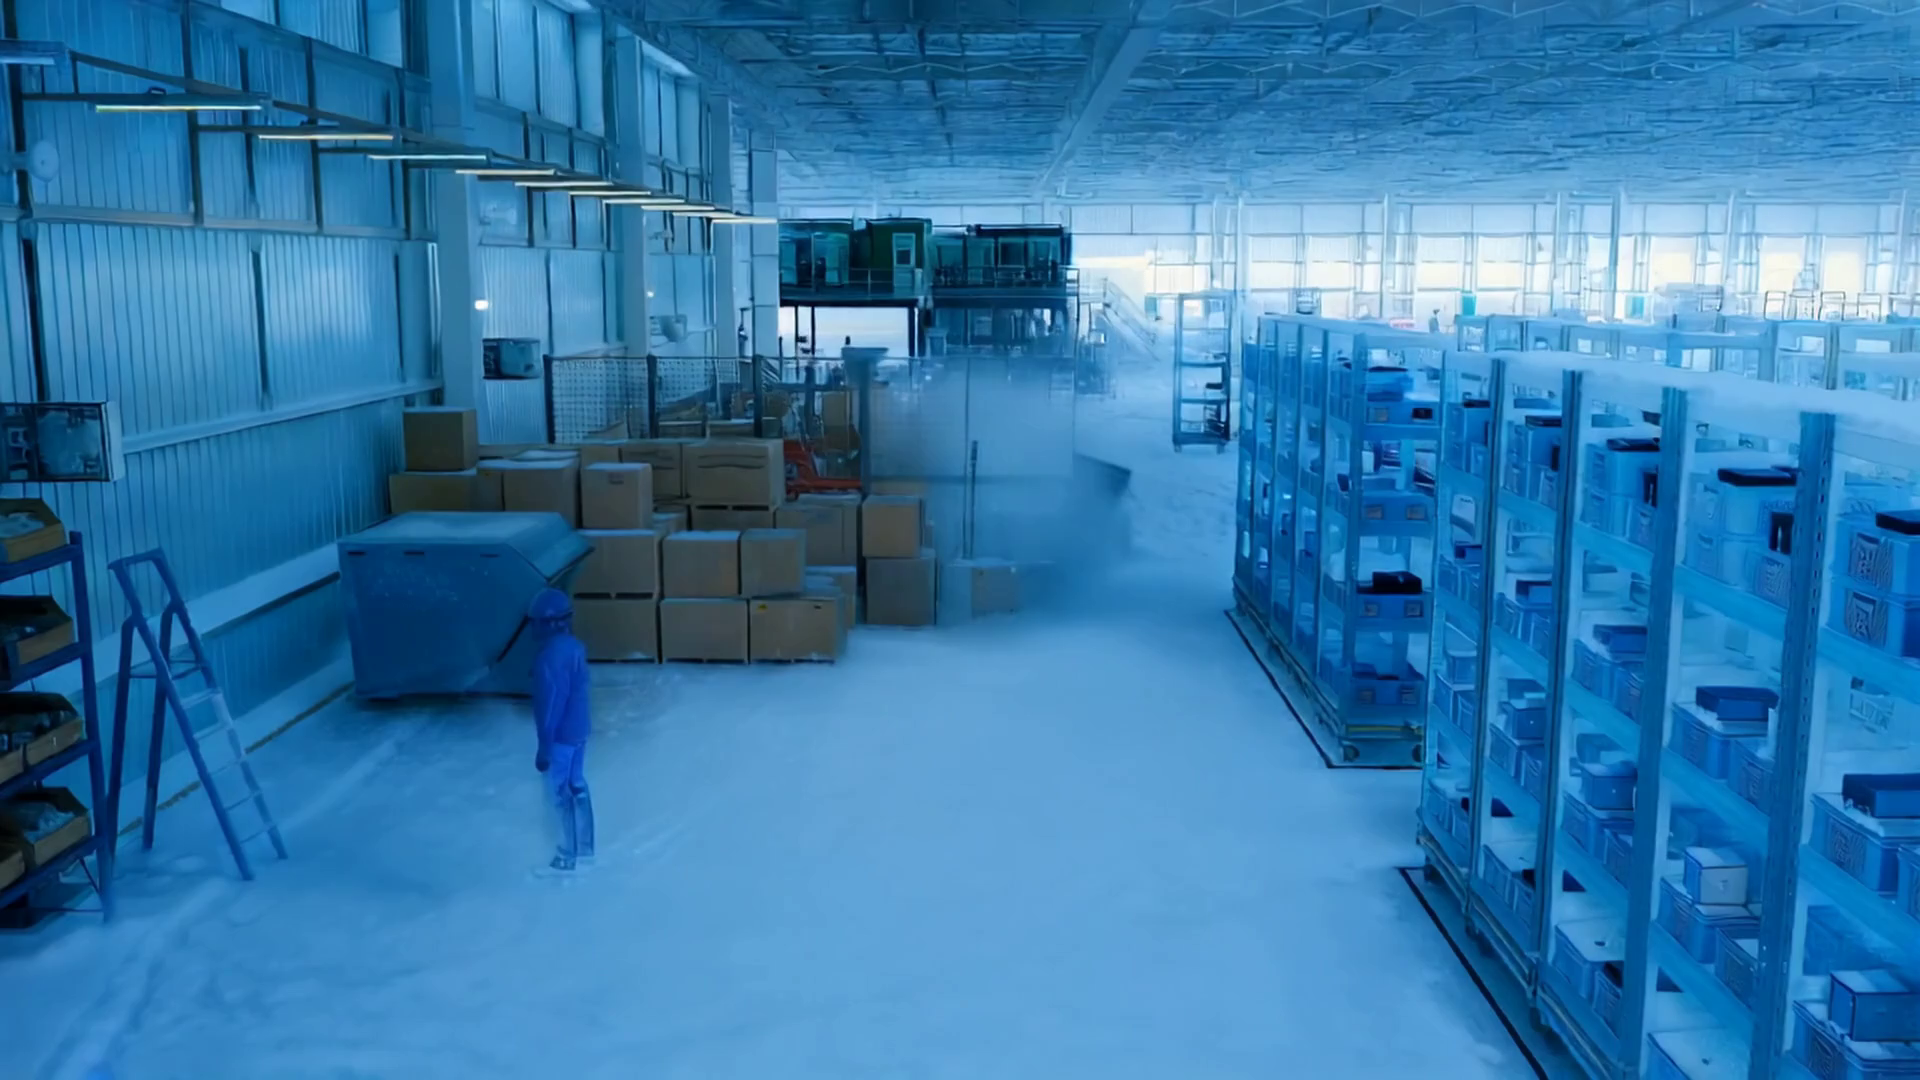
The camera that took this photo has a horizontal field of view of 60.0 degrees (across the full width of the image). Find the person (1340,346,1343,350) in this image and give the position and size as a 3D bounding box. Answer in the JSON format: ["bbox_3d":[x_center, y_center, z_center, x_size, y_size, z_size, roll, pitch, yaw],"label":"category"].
[{"bbox_3d":[12.855,-5.817,55.976,0.911,1.716,0.548,3,10,16],"label":"person"}]

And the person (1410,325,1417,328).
[{"bbox_3d":[17.305,-7.230,63.745,0.539,2.000,0.688,0,9,0],"label":"person"}]

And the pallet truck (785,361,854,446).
[{"bbox_3d":[-3.410,-3.193,38.978,1.885,1.965,0.823,0,9,-1],"label":"pallet truck"}]

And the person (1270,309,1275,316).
[{"bbox_3d":[17.838,-12.237,95.007,0.425,1.911,0.620,5,11,29],"label":"person"}]

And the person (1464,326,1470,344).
[{"bbox_3d":[20.151,-7.556,66.154,0.802,1.916,0.634,5,10,27],"label":"person"}]

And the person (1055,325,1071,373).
[{"bbox_3d":[4.175,-7.660,66.797,0.800,1.907,0.578,-2,9,-13],"label":"person"}]

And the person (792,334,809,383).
[{"bbox_3d":[-5.674,-6.437,59.490,0.583,1.827,0.989,-5,11,-30],"label":"person"}]

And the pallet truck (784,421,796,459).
[{"bbox_3d":[-4.013,-1.793,32.705,1.601,1.201,0.680,0,9,1],"label":"pallet truck"}]

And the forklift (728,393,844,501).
[{"bbox_3d":[-2.979,-1.316,26.476,2.680,1.987,1.157,0,9,1],"label":"forklift"}]

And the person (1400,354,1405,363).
[{"bbox_3d":[11.962,-4.101,44.971,0.509,1.872,0.328,-5,10,-27],"label":"person"}]

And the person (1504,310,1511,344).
[{"bbox_3d":[29.736,-11.516,90.320,0.396,1.993,0.618,-2,9,-13],"label":"person"}]

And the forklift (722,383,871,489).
[{"bbox_3d":[-2.893,-1.687,28.729,2.680,1.987,1.157,0,9,-1],"label":"forklift"}]

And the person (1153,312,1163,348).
[{"bbox_3d":[10.525,-11.165,88.393,0.547,1.917,0.582,-5,10,-27],"label":"person"}]

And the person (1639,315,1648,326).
[{"bbox_3d":[34.769,-10.544,84.843,0.900,1.822,0.574,-6,11,-34],"label":"person"}]

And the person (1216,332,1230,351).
[{"bbox_3d":[11.396,-8.597,72.325,1.014,2.006,0.608,-8,12,-42],"label":"person"}]

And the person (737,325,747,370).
[{"bbox_3d":[-8.717,-7.645,66.687,0.379,1.918,0.585,-5,11,-30],"label":"person"}]

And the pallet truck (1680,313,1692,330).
[{"bbox_3d":[36.315,-10.531,84.244,0.823,1.965,1.885,-6,11,-33],"label":"pallet truck"}]

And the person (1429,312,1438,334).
[{"bbox_3d":[25.736,-11.455,90.423,0.429,1.844,0.626,8,12,40],"label":"person"}]

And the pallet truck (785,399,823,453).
[{"bbox_3d":[-3.814,-2.432,36.419,1.630,1.274,0.653,0,9,1],"label":"pallet truck"}]

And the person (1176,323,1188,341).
[{"bbox_3d":[12.788,-12.405,95.911,0.658,1.952,0.973,4,10,21],"label":"person"}]

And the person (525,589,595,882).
[{"bbox_3d":[-2.715,1.311,11.246,0.400,1.986,0.608,1,9,8],"label":"person"}]

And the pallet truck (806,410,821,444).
[{"bbox_3d":[-3.559,-2.018,33.905,1.522,1.261,0.704,0,9,-1],"label":"pallet truck"}]

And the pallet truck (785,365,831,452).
[{"bbox_3d":[-3.774,-2.976,37.635,1.885,1.965,0.823,1,9,5],"label":"pallet truck"}]
